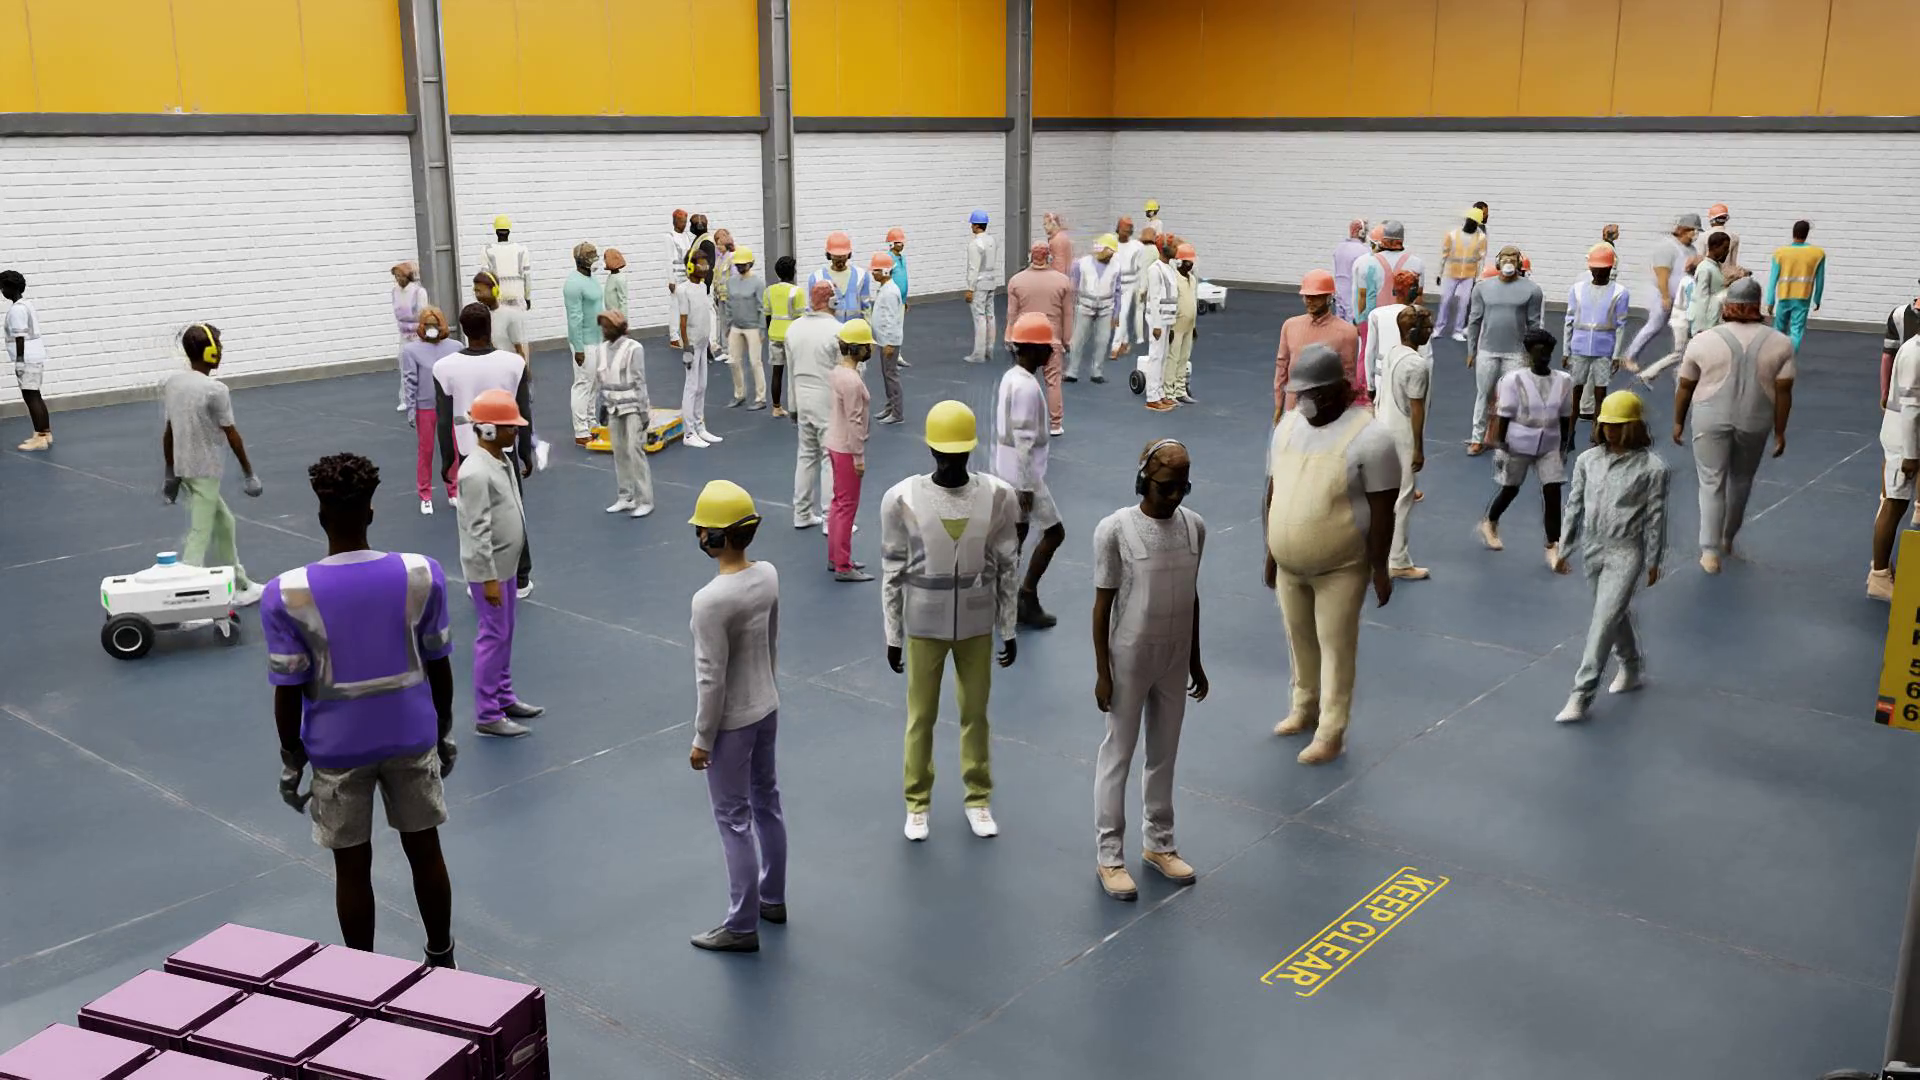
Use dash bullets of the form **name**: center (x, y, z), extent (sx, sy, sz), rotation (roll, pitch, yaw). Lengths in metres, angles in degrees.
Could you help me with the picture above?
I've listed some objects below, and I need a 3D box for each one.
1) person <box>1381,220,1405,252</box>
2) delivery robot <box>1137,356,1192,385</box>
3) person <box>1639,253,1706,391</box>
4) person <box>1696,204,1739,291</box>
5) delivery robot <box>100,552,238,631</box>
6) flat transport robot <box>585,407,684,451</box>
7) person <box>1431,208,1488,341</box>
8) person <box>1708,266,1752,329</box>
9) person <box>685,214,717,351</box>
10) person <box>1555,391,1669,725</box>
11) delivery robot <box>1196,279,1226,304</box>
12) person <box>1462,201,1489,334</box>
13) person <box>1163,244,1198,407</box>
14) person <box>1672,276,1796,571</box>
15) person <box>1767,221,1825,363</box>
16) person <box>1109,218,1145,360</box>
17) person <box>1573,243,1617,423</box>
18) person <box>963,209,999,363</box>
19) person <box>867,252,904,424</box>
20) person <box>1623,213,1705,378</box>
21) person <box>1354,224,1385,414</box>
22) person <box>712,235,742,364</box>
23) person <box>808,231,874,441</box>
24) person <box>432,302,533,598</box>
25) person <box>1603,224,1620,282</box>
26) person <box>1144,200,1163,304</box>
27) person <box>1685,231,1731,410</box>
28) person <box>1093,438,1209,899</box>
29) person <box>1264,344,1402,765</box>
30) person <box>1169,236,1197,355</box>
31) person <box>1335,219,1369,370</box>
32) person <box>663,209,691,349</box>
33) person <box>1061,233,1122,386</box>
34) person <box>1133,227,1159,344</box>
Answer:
- **person**: center (5.566, -3.251, 21.631), extent (0.522, 1.808, 0.556), rotation (-11, 18, -37)
- **delivery robot**: center (2.302, -1.937, 18.738), extent (0.477, 0.478, 0.707), rotation (-7, 16, -24)
- **person**: center (8.052, -2.408, 18.661), extent (0.636, 1.614, 0.539), rotation (5, 15, 18)
- **person**: center (10.020, -3.468, 22.157), extent (0.608, 1.987, 0.400), rotation (-3, 14, -10)
- **delivery robot**: center (-4.625, 0.313, 9.747), extent (0.707, 0.478, 0.477), rotation (-6, 15, -22)
- **flat transport robot**: center (-3.046, -1.080, 16.077), extent (0.652, 0.197, 1.431), rotation (2, 14, 9)
- **person**: center (7.042, -3.731, 23.413), extent (0.676, 1.877, 0.497), rotation (3, 14, 12)
- **person**: center (7.899, -2.031, 17.185), extent (0.521, 1.601, 0.775), rotation (-8, 16, -28)
- **person**: center (-3.479, -3.462, 22.414), extent (0.429, 1.841, 0.633), rotation (-5, 15, -19)
- **person**: center (3.401, 0.053, 8.670), extent (0.913, 1.696, 0.496), rotation (-11, 18, -38)
- **delivery robot**: center (3.952, -3.981, 26.903), extent (0.707, 0.478, 0.477), rotation (-8, 16, -29)
- **person**: center (7.500, -3.965, 24.265), extent (0.386, 1.918, 0.595), rotation (10, 17, 34)
- **person**: center (2.407, -2.330, 18.065), extent (0.322, 1.753, 0.562), rotation (11, 18, 37)
- **person**: center (5.335, -0.853, 11.581), extent (0.709, 2.000, 0.976), rotation (4, 14, 14)
- **person**: center (10.159, -2.934, 20.244), extent (0.598, 1.870, 0.962), rotation (8, 16, 28)
- **person**: center (2.124, -3.322, 21.891), extent (0.600, 1.835, 0.960), rotation (4, 15, 15)
- **person**: center (6.504, -2.133, 17.120), extent (0.403, 1.832, 0.594), rotation (-2, 14, -7)
- **person**: center (0.266, -3.256, 21.373), extent (0.387, 1.948, 0.602), rotation (8, 16, 28)
- **person**: center (-0.770, -2.067, 17.042), extent (0.354, 1.742, 0.564), rotation (-3, 14, -12)
- **person**: center (8.598, -2.997, 20.150), extent (0.690, 2.000, 0.990), rotation (-6, 15, -22)
- **person**: center (4.387, -2.334, 17.613), extent (0.407, 1.987, 0.615), rotation (4, 15, 15)
- **person**: center (-2.983, -3.091, 21.346), extent (0.308, 1.637, 0.514), rotation (-10, 17, -35)
- **person**: center (-1.134, -1.939, 15.950), extent (0.614, 2.030, 0.409), rotation (-5, 15, -18)
- **person**: center (-3.024, -0.550, 10.627), extent (0.590, 1.916, 0.399), rotation (-5, 15, -19)
- **person**: center (9.152, -3.649, 23.563), extent (0.309, 1.645, 0.514), rotation (6, 15, 22)
- **person**: center (3.236, -4.836, 28.071), extent (0.334, 1.762, 0.528), rotation (-6, 15, -22)
- **person**: center (7.954, -2.324, 17.735), extent (0.410, 1.911, 0.598), rotation (9, 17, 32)
- **person**: center (0.755, 0.500, 6.585), extent (0.506, 1.840, 0.343), rotation (-7, 16, -26)
- **person**: center (1.771, 0.035, 8.035), extent (0.603, 2.000, 0.760), rotation (-11, 18, -38)
- **person**: center (2.865, -3.145, 21.653), extent (0.511, 1.594, 0.839), rotation (-2, 14, -9)
- **person**: center (4.790, -2.937, 20.206), extent (0.398, 1.899, 0.666), rotation (-4, 15, -15)
- **person**: center (-3.830, -3.579, 22.784), extent (0.343, 1.885, 0.585), rotation (5, 15, 19)
- **person**: center (1.500, -2.676, 19.416), extent (0.788, 1.782, 0.404), rotation (0, 14, -1)
- **person**: center (2.661, -3.568, 23.324), extent (0.523, 1.594, 0.801), rotation (7, 16, 25)
